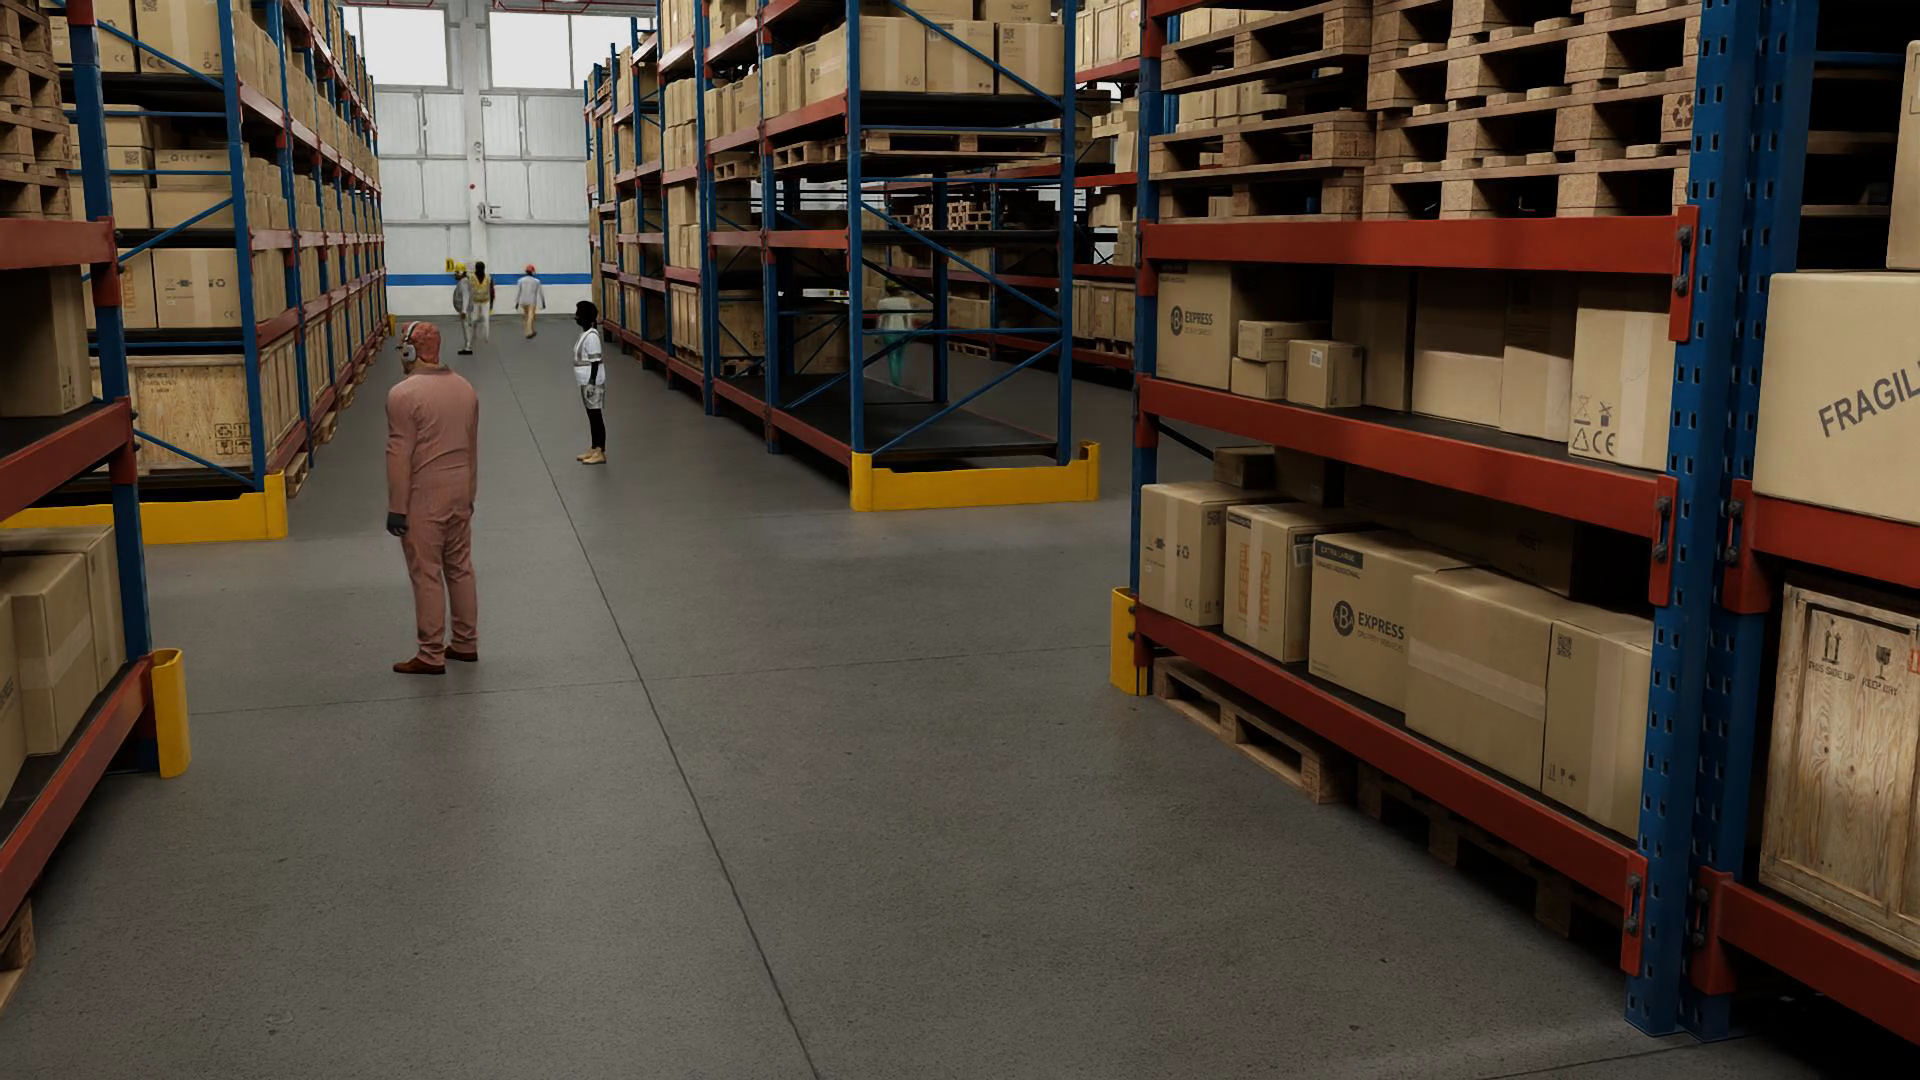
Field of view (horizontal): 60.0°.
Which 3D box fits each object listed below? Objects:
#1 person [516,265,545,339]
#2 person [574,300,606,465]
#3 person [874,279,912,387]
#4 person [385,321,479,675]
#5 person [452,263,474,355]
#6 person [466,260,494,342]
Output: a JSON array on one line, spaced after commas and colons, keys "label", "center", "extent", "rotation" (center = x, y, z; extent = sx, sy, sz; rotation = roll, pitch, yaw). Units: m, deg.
[{"label": "person", "center": [-9.966, -5.513, 38.549], "extent": [0.590, 1.697, 0.915], "rotation": [2, 11, 11]}, {"label": "person", "center": [-3.840, -1.630, 17.252], "extent": [0.320, 1.697, 0.532], "rotation": [-4, 11, -20]}, {"label": "person", "center": [-1.053, -3.114, 25.258], "extent": [0.552, 1.729, 0.826], "rotation": [-5, 11, -24]}, {"label": "person", "center": [-2.879, -0.229, 9.025], "extent": [0.399, 1.900, 0.643], "rotation": [4, 11, 20]}, {"label": "person", "center": [-9.890, -4.592, 33.111], "extent": [0.404, 1.835, 0.587], "rotation": [-3, 11, -15]}, {"label": "person", "center": [-10.737, -5.335, 37.206], "extent": [0.638, 1.824, 0.512], "rotation": [-5, 12, -26]}]
